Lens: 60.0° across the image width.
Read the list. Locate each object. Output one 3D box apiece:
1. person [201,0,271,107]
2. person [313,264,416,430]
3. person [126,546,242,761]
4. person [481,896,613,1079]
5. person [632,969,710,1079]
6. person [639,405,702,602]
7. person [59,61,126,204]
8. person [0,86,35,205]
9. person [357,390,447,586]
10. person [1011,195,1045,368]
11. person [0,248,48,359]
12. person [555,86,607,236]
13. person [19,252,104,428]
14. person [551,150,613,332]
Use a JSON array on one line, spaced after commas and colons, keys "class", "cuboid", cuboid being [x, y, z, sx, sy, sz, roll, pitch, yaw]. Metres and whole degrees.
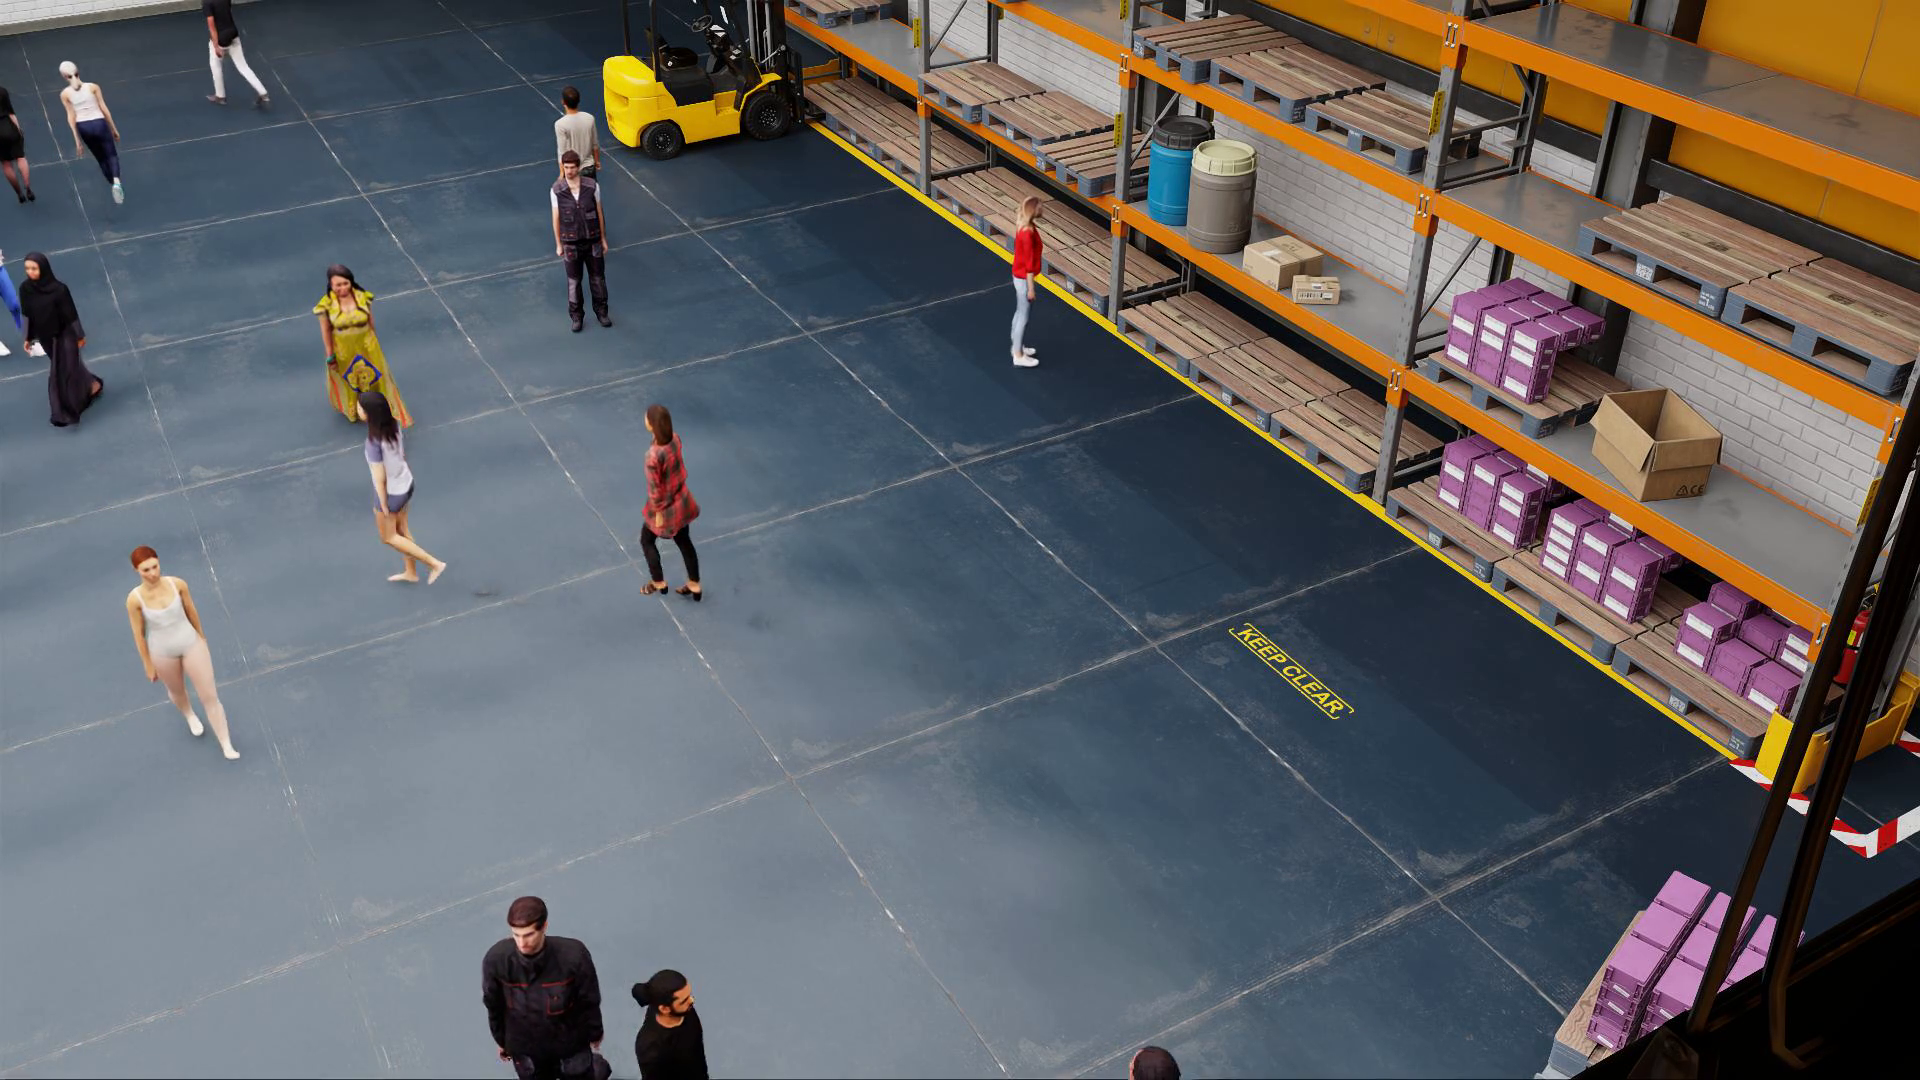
[{"class": "person", "cuboid": [-9.626, -6.561, 21.963, 1.311, 1.765, 1.173, 12, 36, 18]}, {"class": "person", "cuboid": [-5.413, -1.691, 14.780, 0.781, 1.605, 1.250, -21, 39, -29]}, {"class": "person", "cuboid": [-5.288, 0.712, 11.164, 0.641, 1.606, 1.029, -22, 39, -29]}, {"class": "person", "cuboid": [-2.046, 2.440, 8.367, 0.967, 1.824, 1.064, 0, 34, 0]}, {"class": "person", "cuboid": [-1.428, 2.695, 8.061, 1.022, 1.740, 1.027, 4, 34, 6]}, {"class": "person", "cuboid": [-2.123, -0.239, 12.521, 0.878, 1.688, 0.815, 12, 36, 18]}, {"class": "person", "cuboid": [-9.949, -4.638, 19.156, 0.660, 1.669, 0.982, -14, 36, -19]}, {"class": "person", "cuboid": [-10.985, -4.628, 19.119, 0.651, 1.693, 0.755, -23, 40, -31]}, {"class": "person", "cuboid": [-4.235, -0.362, 12.679, 0.886, 1.719, 0.840, 5, 34, 8]}, {"class": "person", "cuboid": [0.624, -2.489, 15.893, 0.751, 1.702, 0.602, -3, 34, -4]}, {"class": "person", "cuboid": [-9.416, -2.546, 15.954, 1.095, 1.730, 0.926, 20, 39, 27]}, {"class": "person", "cuboid": [-4.139, -4.056, 18.151, 0.701, 1.812, 0.609, -26, 42, -34]}, {"class": "person", "cuboid": [-8.152, -1.899, 15.091, 1.055, 1.608, 1.173, 5, 34, 8]}, {"class": "person", "cuboid": [-3.755, -2.982, 16.503, 0.698, 1.848, 0.639, -11, 35, -16]}]
